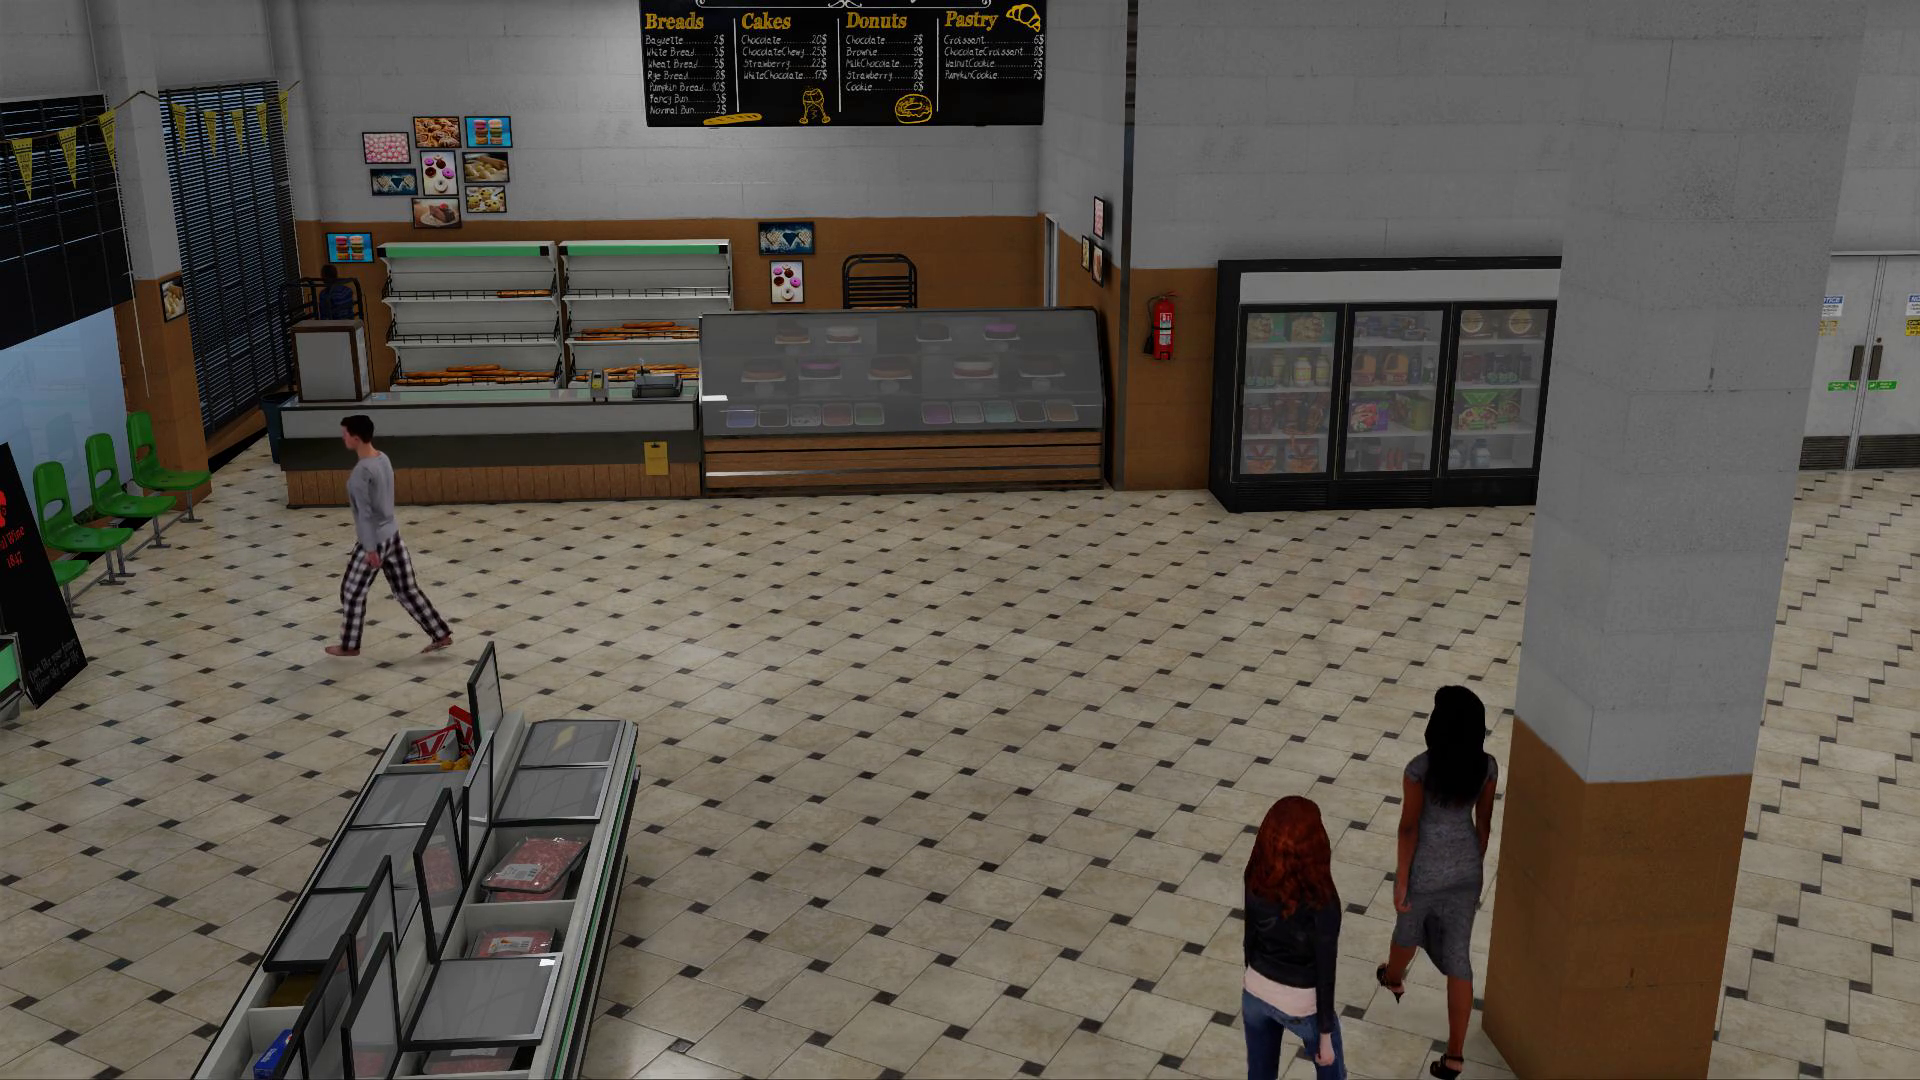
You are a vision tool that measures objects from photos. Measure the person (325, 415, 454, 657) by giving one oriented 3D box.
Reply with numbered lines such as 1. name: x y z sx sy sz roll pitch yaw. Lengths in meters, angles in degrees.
1. person: -4.089 0.011 11.961 0.893 1.803 1.166 3 17 8

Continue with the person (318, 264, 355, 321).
1. person: -7.397 -2.365 19.752 0.831 1.823 0.702 6 18 20

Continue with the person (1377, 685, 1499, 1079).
1. person: 2.097 1.518 7.124 0.600 1.729 1.094 -1 17 -4

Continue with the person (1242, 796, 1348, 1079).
1. person: 1.149 1.793 6.131 0.855 1.781 0.801 -16 23 -42
